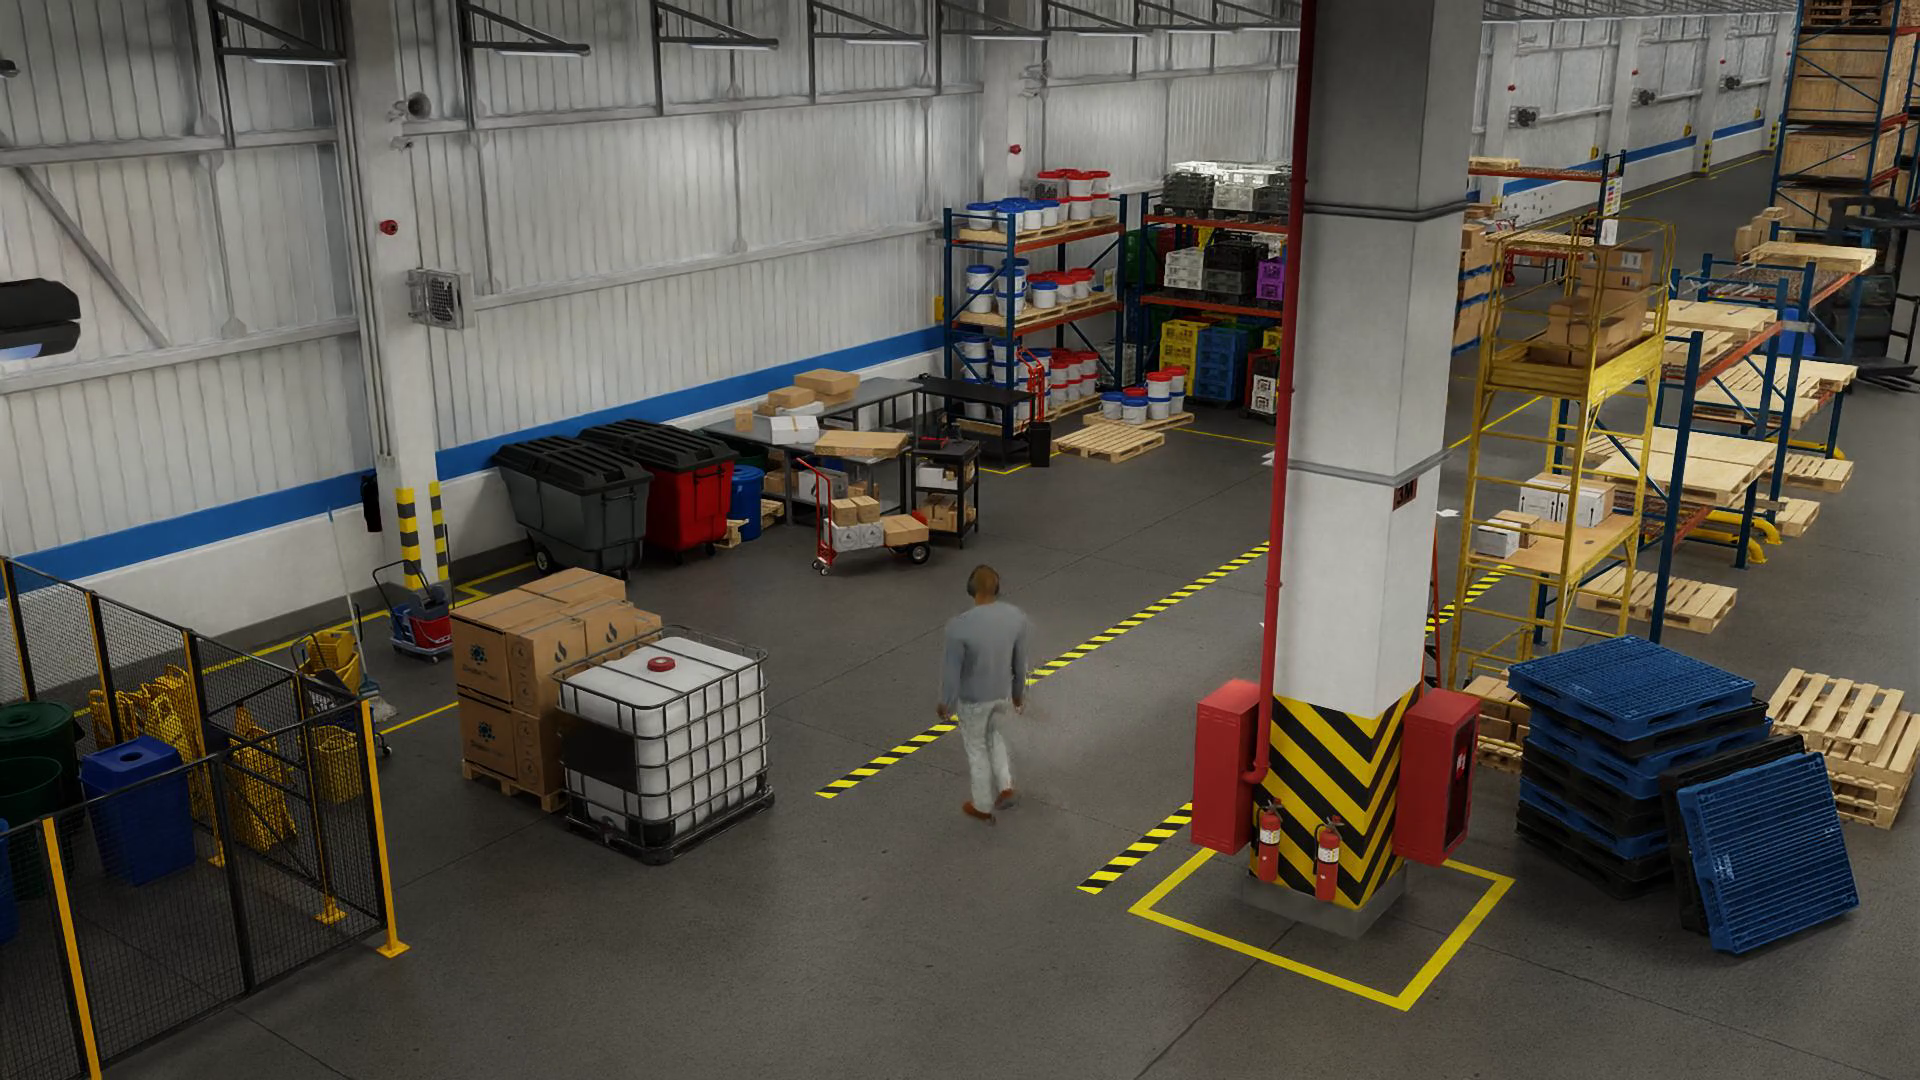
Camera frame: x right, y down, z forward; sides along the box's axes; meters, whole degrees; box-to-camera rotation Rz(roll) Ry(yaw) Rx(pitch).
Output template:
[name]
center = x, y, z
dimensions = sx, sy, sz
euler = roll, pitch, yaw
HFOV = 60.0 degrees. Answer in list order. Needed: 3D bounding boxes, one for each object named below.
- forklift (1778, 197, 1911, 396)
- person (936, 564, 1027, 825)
[forklift]
center = 13.421, -3.759, 25.125
dimensions = 1.129, 2.768, 1.873
euler = -4, 18, -11
[person]
center = 0.152, 1.095, 11.791
dimensions = 0.635, 1.920, 0.435
euler = -13, 22, -35
